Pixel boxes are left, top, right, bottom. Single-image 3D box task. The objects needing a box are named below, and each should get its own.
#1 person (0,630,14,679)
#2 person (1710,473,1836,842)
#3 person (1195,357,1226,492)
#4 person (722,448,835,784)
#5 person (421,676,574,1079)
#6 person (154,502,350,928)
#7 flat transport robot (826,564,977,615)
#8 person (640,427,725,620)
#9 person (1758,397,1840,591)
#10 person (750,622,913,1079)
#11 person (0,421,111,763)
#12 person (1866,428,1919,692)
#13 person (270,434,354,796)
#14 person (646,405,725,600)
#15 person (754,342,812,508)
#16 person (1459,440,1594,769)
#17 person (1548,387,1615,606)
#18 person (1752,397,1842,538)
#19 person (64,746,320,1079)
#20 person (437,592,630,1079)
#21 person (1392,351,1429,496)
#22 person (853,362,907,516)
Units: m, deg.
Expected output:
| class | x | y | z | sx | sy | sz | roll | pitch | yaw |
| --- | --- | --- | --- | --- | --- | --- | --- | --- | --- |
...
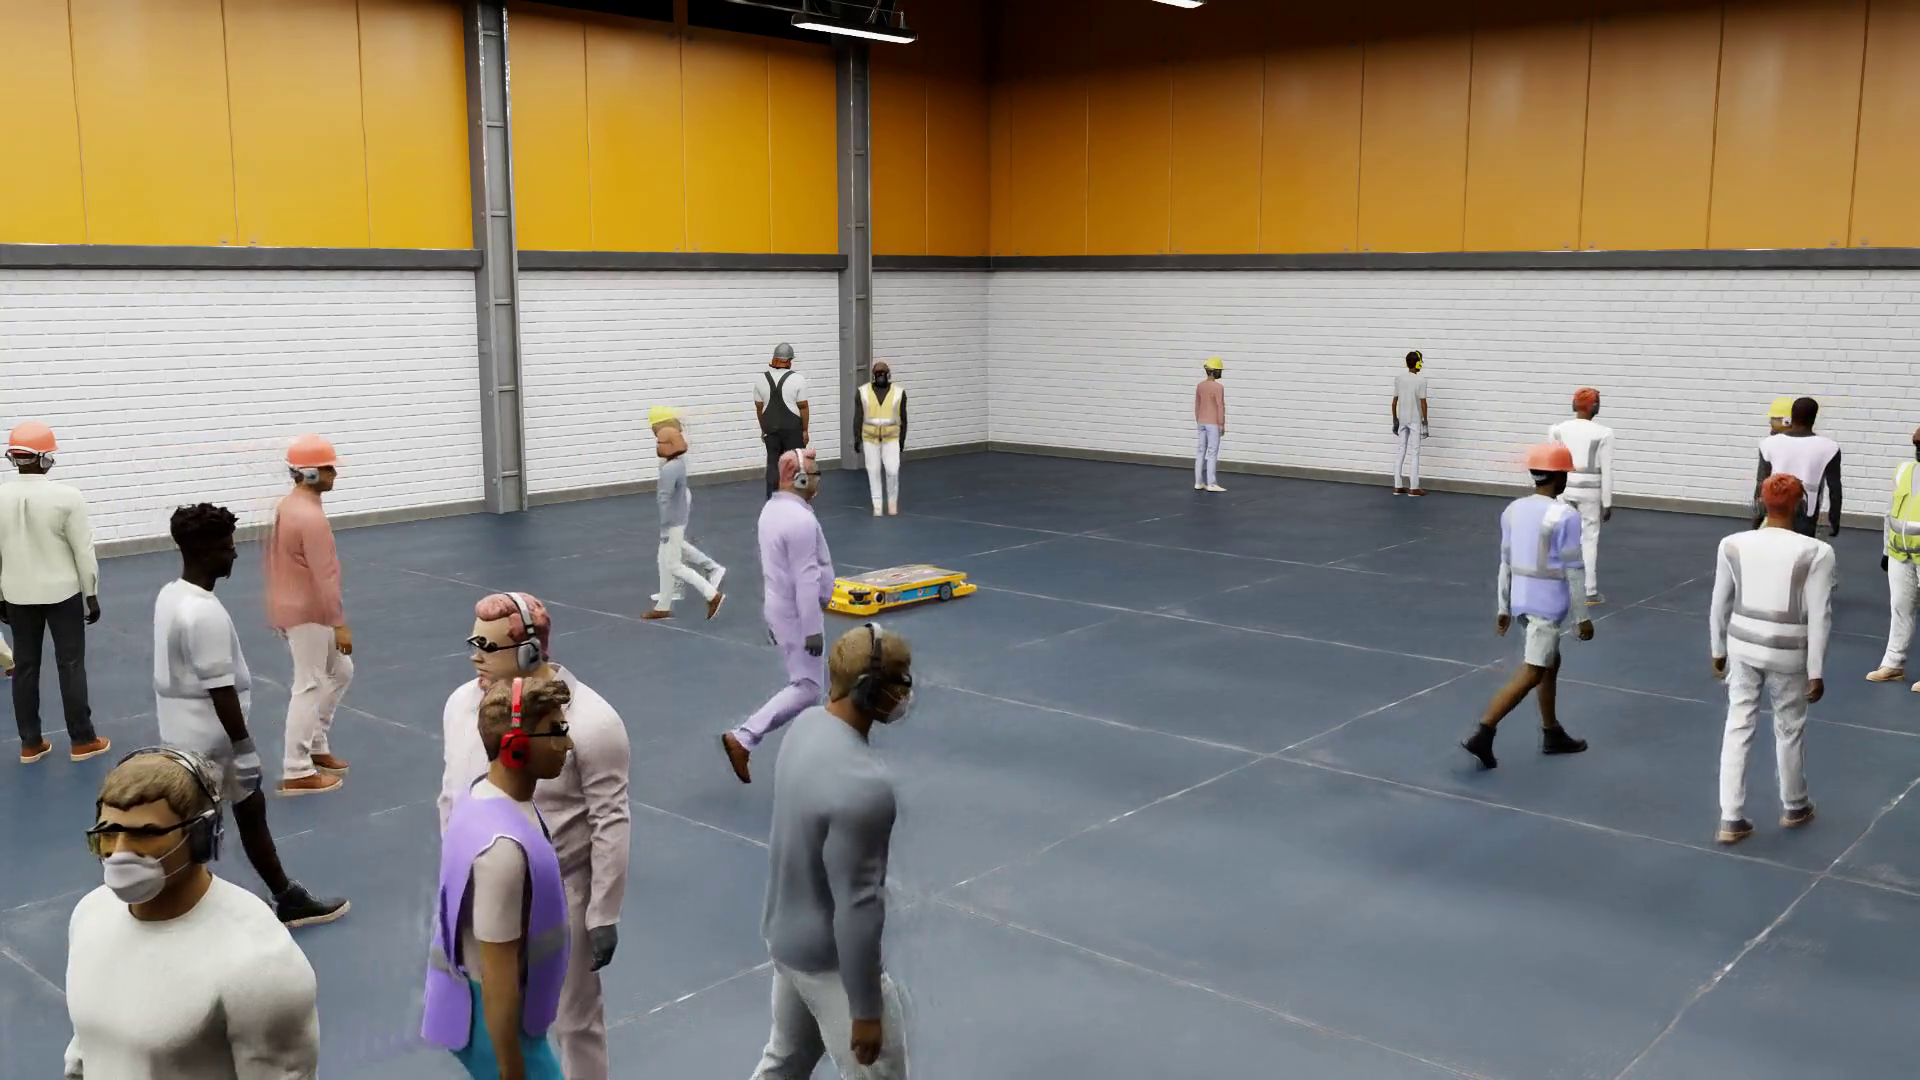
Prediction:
| class | x | y | z | sx | sy | sz | roll | pitch | yaw |
| --- | --- | --- | --- | --- | --- | --- | --- | --- | --- |
| person | -6.816 | 0.234 | 11.381 | 0.518 | 1.585 | 0.847 | 4 | 10 | 22 |
| person | 4.104 | 0.580 | 8.410 | 0.813 | 1.851 | 0.603 | -9 | 13 | -44 |
| person | 3.298 | -1.514 | 21.828 | 0.327 | 1.765 | 0.529 | -5 | 10 | -30 |
| person | -0.964 | 0.431 | 9.234 | 0.685 | 1.887 | 0.652 | -3 | 10 | -18 |
| person | -1.164 | 1.250 | 4.269 | 0.430 | 1.831 | 0.582 | -3 | 9 | -17 |
| person | -3.140 | 0.791 | 6.899 | 1.018 | 1.917 | 0.623 | -6 | 11 | -33 |
| flat transport robot | -0.572 | 0.412 | 14.409 | 0.652 | 0.197 | 1.431 | 8 | 12 | 43 |
| person | -2.287 | -0.122 | 13.576 | 0.673 | 1.617 | 0.507 | 0 | 9 | 0 |
| person | 7.219 | -0.346 | 14.433 | 0.861 | 1.797 | 0.617 | 3 | 10 | 20 |
| person | -0.298 | 1.173 | 4.674 | 0.598 | 1.892 | 0.743 | -3 | 10 | -20 |
| person | -5.317 | 0.308 | 9.665 | 0.611 | 1.995 | 0.375 | -1 | 9 | -6 |
| person | 6.577 | 0.117 | 11.368 | 0.430 | 1.838 | 0.619 | -4 | 10 | -24 |
| person | -3.518 | 0.410 | 9.098 | 0.565 | 1.977 | 0.635 | -5 | 11 | -31 |
| person | -2.417 | -0.319 | 14.483 | 0.607 | 1.706 | 0.540 | -1 | 9 | -8 |
| person | -2.085 | -1.346 | 19.913 | 0.679 | 2.000 | 0.537 | 3 | 10 | 18 |
| person | 3.291 | 0.370 | 9.604 | 0.930 | 1.904 | 0.546 | -3 | 10 | -19 |
| person | 5.322 | -0.373 | 14.291 | 0.585 | 1.882 | 0.344 | 8 | 12 | 41 |
| person | 6.736 | -0.215 | 13.377 | 0.610 | 1.863 | 1.020 | 7 | 11 | 36 |
| person | -1.529 | 1.351 | 3.295 | 0.633 | 1.940 | 0.368 | 5 | 10 | 27 |
| person | -1.312 | 1.093 | 5.030 | 0.643 | 1.905 | 0.399 | 4 | 10 | 22 |
| person | 5.804 | -1.499 | 21.406 | 0.313 | 1.869 | 0.538 | -8 | 12 | -40 |
| person | -0.939 | -1.170 | 19.489 | 0.630 | 1.826 | 0.500 | 0 | 9 | -1 |
